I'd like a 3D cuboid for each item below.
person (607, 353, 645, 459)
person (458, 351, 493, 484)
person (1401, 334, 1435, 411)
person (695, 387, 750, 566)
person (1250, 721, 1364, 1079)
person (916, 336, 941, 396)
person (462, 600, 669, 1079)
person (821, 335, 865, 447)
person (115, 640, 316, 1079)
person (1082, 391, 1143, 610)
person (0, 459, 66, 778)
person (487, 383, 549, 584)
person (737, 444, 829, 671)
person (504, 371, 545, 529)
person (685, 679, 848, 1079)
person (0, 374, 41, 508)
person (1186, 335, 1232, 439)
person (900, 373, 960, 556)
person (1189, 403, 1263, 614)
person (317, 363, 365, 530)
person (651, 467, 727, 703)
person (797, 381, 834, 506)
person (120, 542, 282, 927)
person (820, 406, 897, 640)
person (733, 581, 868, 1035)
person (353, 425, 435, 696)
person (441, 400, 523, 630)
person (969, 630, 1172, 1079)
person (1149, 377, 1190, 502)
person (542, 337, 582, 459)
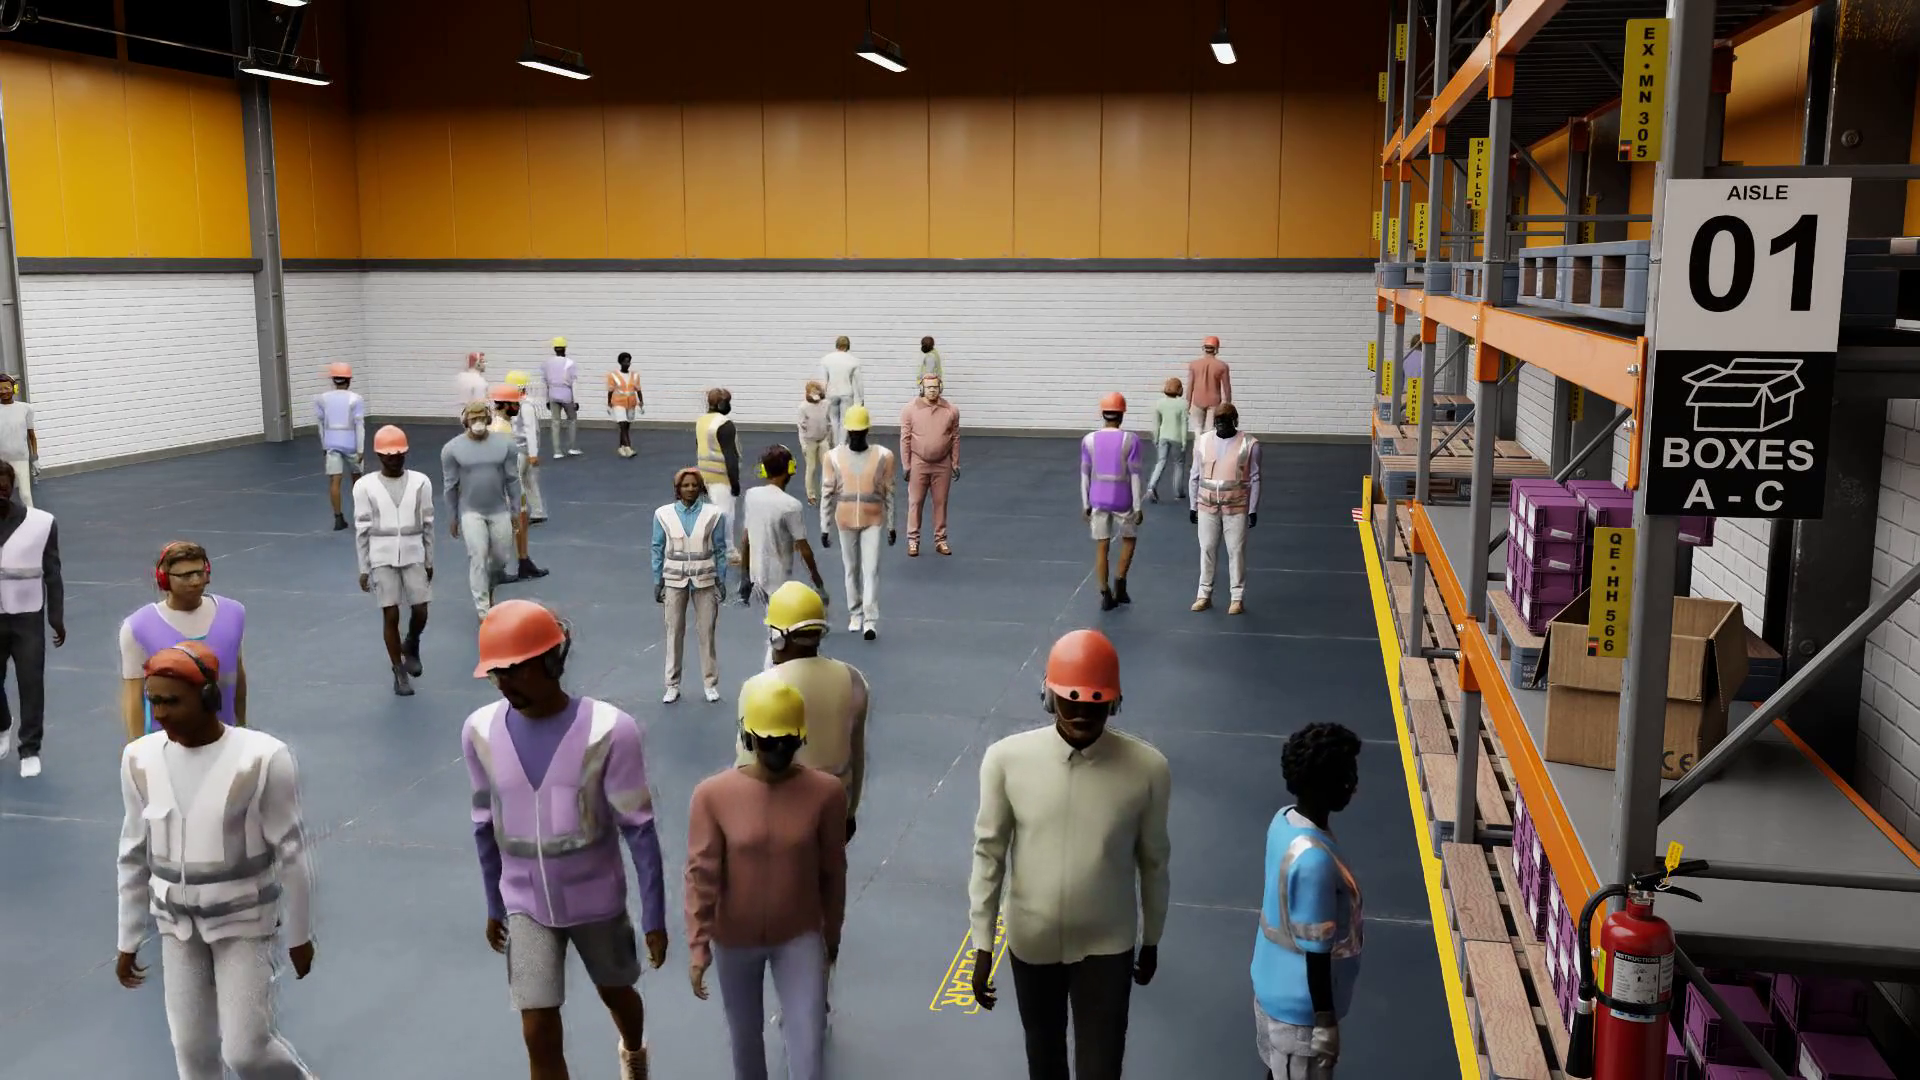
[{"bbox_3d":[-5.185,-2.088,25.930,0.549,1.646,0.866,-7,12,-36],"label":"person"},{"bbox_3d":[-6.449,-1.572,22.139,0.494,1.888,0.663,-7,12,-37],"label":"person"},{"bbox_3d":[7.256,-2.308,26.442,0.650,1.935,0.407,9,13,44],"label":"person"},{"bbox_3d":[-2.450,-0.607,16.528,0.737,1.822,0.631,-6,11,-30],"label":"person"},{"bbox_3d":[1.040,1.371,4.988,0.320,1.697,0.531,0,9,1],"label":"person"},{"bbox_3d":[-0.552,-2.563,28.348,0.550,1.824,0.704,-1,9,-4],"label":"person"},{"bbox_3d":[-1.272,1.145,5.497,0.677,1.990,1.016,1,9,5],"label":"person"},{"bbox_3d":[-1.814,-2.260,26.202,0.666,1.912,0.791,2,10,12],"label":"person"},{"bbox_3d":[-2.369,1.229,5.313,0.595,1.869,0.530,2,10,10],"label":"person"},{"bbox_3d":[1.351,-0.342,14.627,0.581,1.922,0.457,4,10,21],"label":"person"},{"bbox_3d":[-5.653,0.452,9.895,0.592,1.908,0.480,-5,11,-27],"label":"person"},{"bbox_3d":[-4.199,-0.534,15.798,0.750,1.912,0.579,-4,10,-21],"label":"person"},{"bbox_3d":[-1.181,0.284,11.043,0.557,1.851,0.534,-8,13,-41],"label":"person"},{"bbox_3d":[-5.152,-1.026,19.085,0.778,1.805,0.626,-4,10,-24],"label":"person"},{"bbox_3d":[-0.610,1.299,5.352,0.536,1.720,0.880,-2,10,-11],"label":"person"},{"bbox_3d":[-10.165,-0.848,17.835,0.531,1.870,0.316,-5,11,-29],"label":"person"},{"bbox_3d":[3.729,-2.049,24.747,0.665,1.974,0.635,4,10,21],"label":"person"},{"bbox_3d":[-0.301,-0.783,17.332,0.642,1.910,0.401,-2,10,-12],"label":"person"},{"bbox_3d":[2.292,-0.276,14.477,0.636,1.840,0.429,4,10,24],"label":"person"},{"bbox_3d":[-7.125,-1.103,19.283,0.562,1.889,0.952,-1,9,-4],"label":"person"},{"bbox_3d":[-1.874,0.310,11.539,0.521,1.645,0.306,-1,10,-7],"label":"person"},{"bbox_3d":[-1.822,-1.203,20.782,0.530,1.589,0.478,-7,11,-34],"label":"person"},{"bbox_3d":[-3.514,0.886,7.626,0.992,1.791,0.593,9,13,42],"label":"person"},{"bbox_3d":[-0.829,-0.129,13.461,0.611,1.882,0.953,0,9,2],"label":"person"},{"bbox_3d":[-0.631,1.061,6.495,0.616,1.817,0.419,-8,12,-40],"label":"person"},{"bbox_3d":[-3.997,0.130,11.794,0.551,1.918,0.519,-5,11,-28],"label":"person"},{"bbox_3d":[-4.023,-0.233,13.979,0.632,1.921,0.749,-5,11,-28],"label":"person"},{"bbox_3d":[0.347,1.215,5.219,0.613,1.948,1.037,1,10,7],"label":"person"},{"bbox_3d":[2.672,-1.282,21.255,0.505,1.608,0.765,6,11,33],"label":"person"},{"bbox_3d":[-6.225,-2.233,26.108,0.601,1.896,0.763,1,10,9],"label":"person"}]
